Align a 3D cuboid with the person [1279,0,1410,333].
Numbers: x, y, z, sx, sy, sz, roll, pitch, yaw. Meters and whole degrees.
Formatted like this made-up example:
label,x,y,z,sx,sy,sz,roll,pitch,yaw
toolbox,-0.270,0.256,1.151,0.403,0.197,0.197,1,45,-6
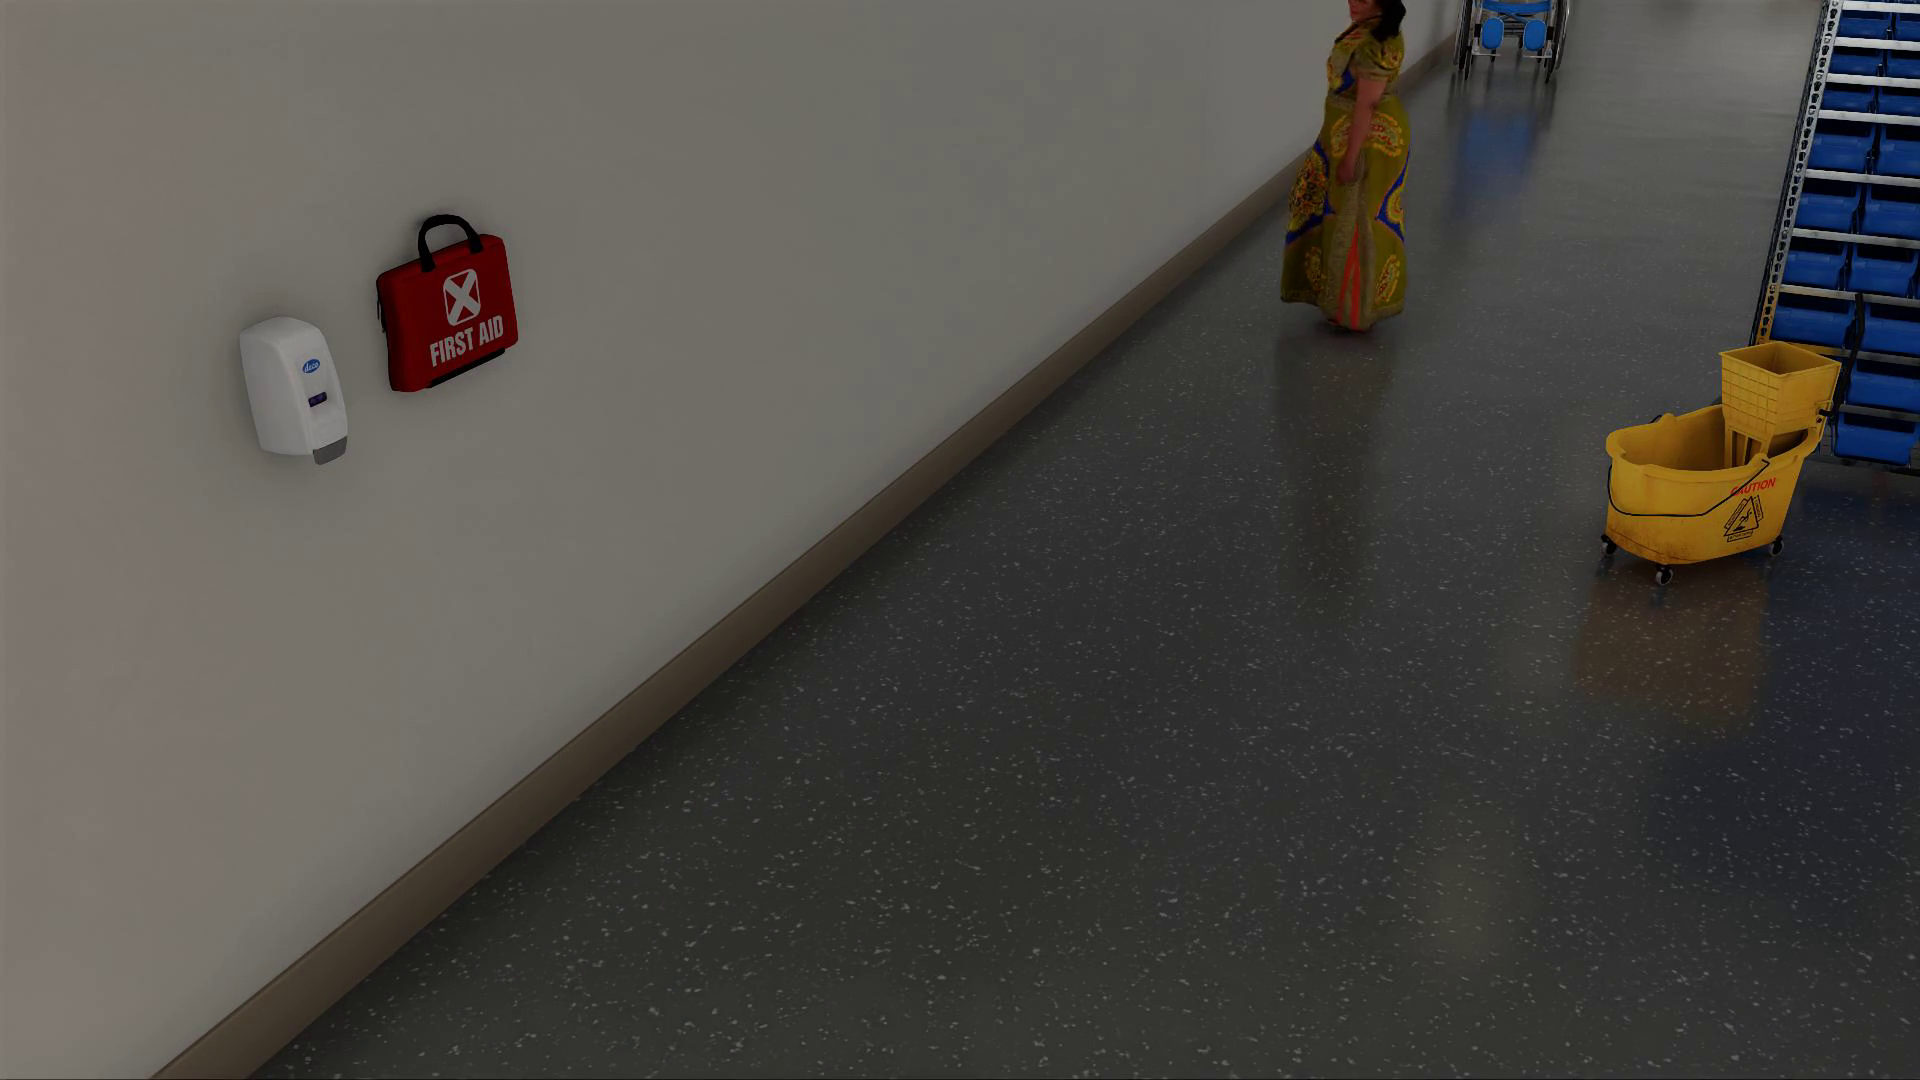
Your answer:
label,x,y,z,sx,sy,sz,roll,pitch,yaw
person,1.793,-1.716,7.338,0.987,1.633,1.003,7,27,14
